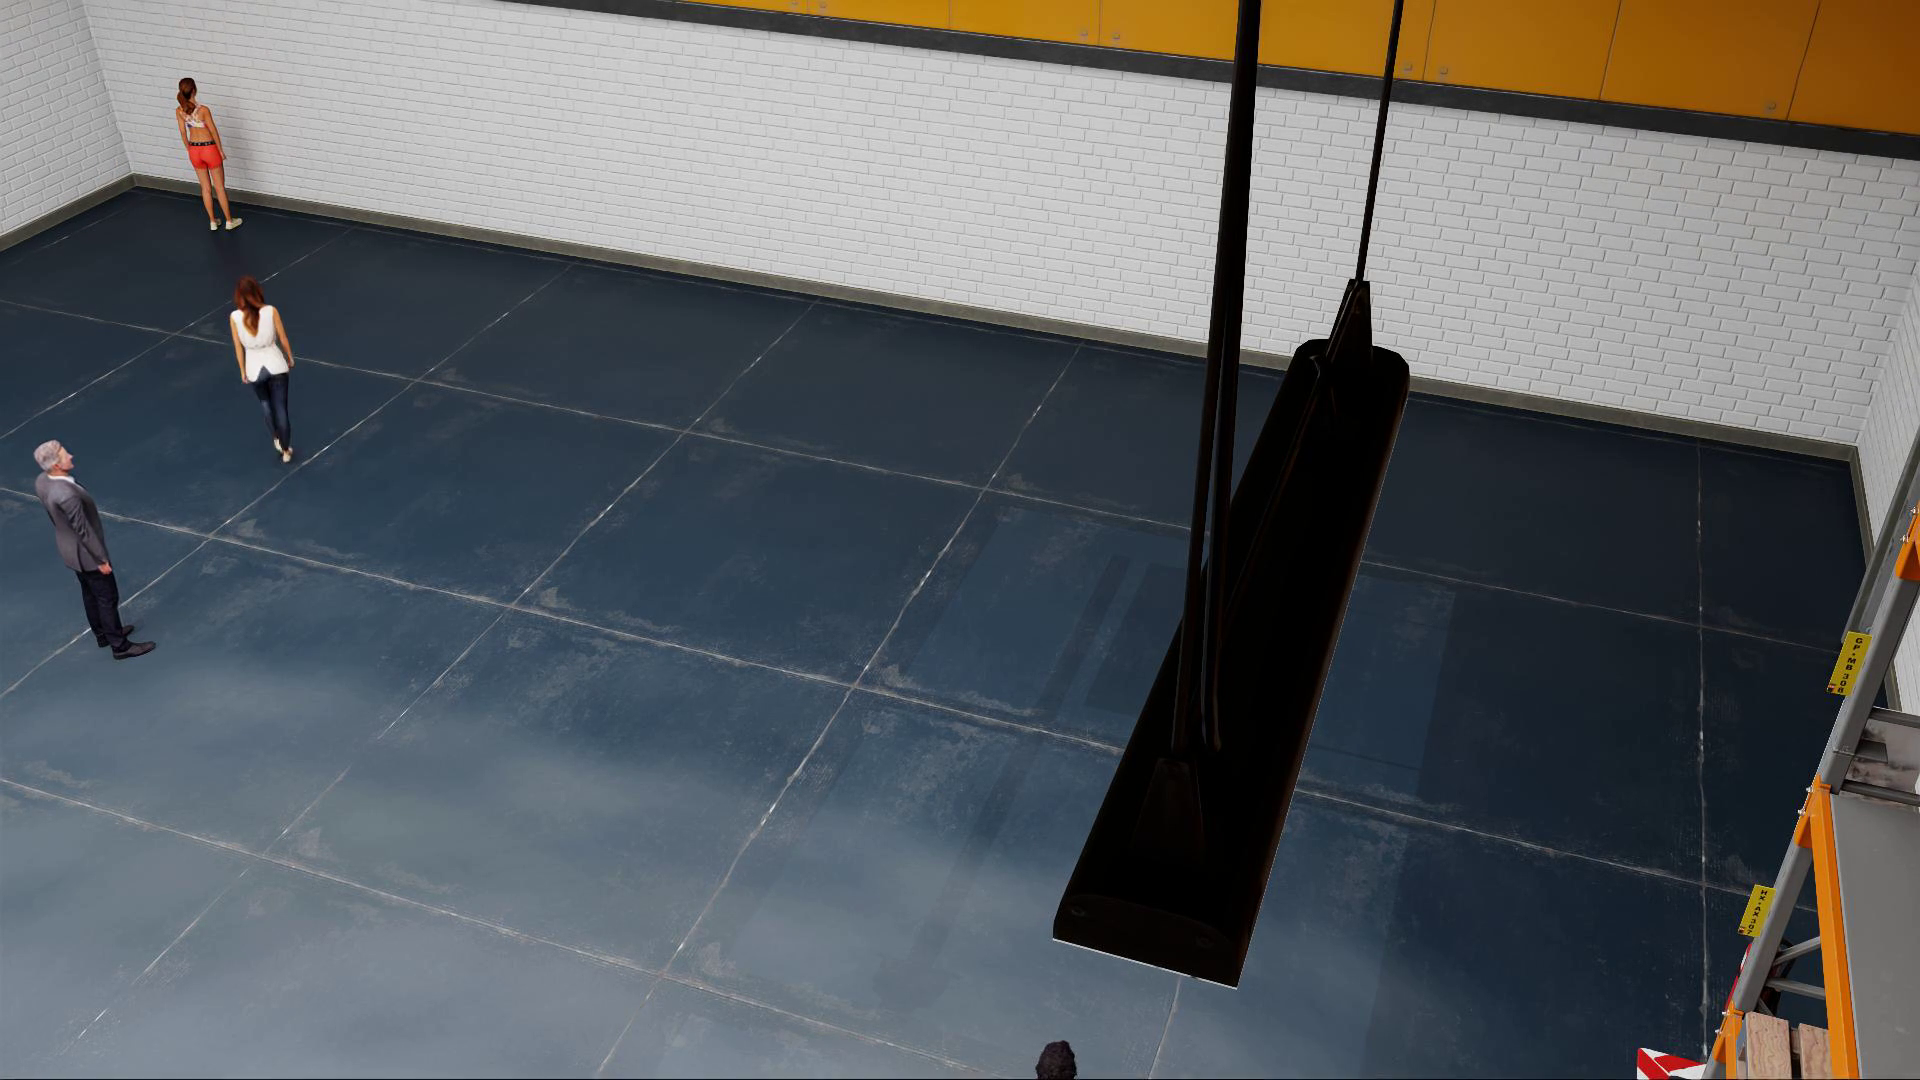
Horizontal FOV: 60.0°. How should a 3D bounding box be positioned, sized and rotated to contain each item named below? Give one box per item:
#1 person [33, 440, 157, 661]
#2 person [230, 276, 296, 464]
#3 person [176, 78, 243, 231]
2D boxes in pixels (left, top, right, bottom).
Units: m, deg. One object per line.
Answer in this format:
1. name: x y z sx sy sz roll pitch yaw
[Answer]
1. person: -6.533 0.060 12.422 0.788 1.842 0.746 26 42 34
2. person: -6.160 -1.471 14.788 0.745 1.772 0.799 -11 35 -16
3. person: -8.759 -4.472 19.286 0.654 1.791 0.657 1 34 1
